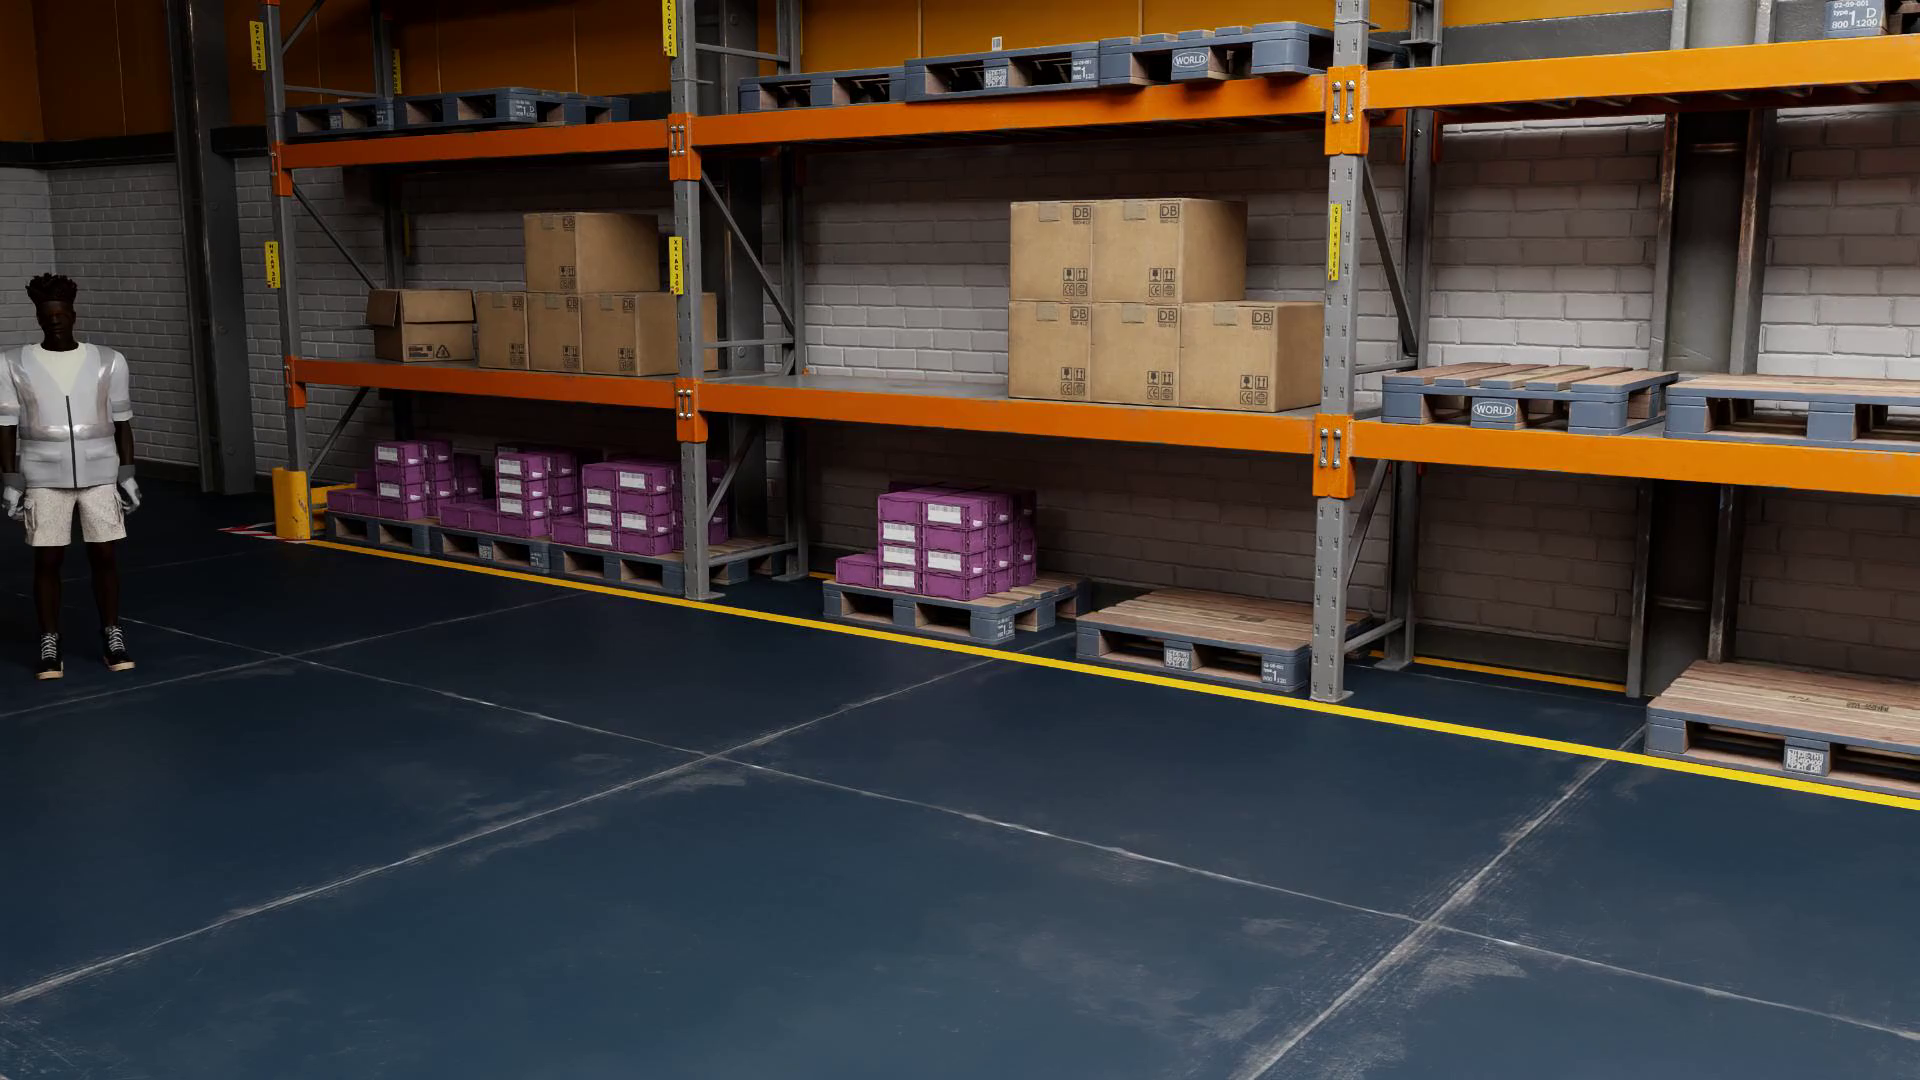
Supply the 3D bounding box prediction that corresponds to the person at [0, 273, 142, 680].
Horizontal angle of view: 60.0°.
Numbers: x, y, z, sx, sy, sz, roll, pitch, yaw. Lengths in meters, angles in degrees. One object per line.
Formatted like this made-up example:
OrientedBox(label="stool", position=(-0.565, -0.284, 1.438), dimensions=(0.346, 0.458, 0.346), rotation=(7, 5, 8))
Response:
OrientedBox(label="person", position=(-4.337, -0.310, 8.107), dimensions=(0.615, 1.964, 0.361), rotation=(-6, 11, -34))
